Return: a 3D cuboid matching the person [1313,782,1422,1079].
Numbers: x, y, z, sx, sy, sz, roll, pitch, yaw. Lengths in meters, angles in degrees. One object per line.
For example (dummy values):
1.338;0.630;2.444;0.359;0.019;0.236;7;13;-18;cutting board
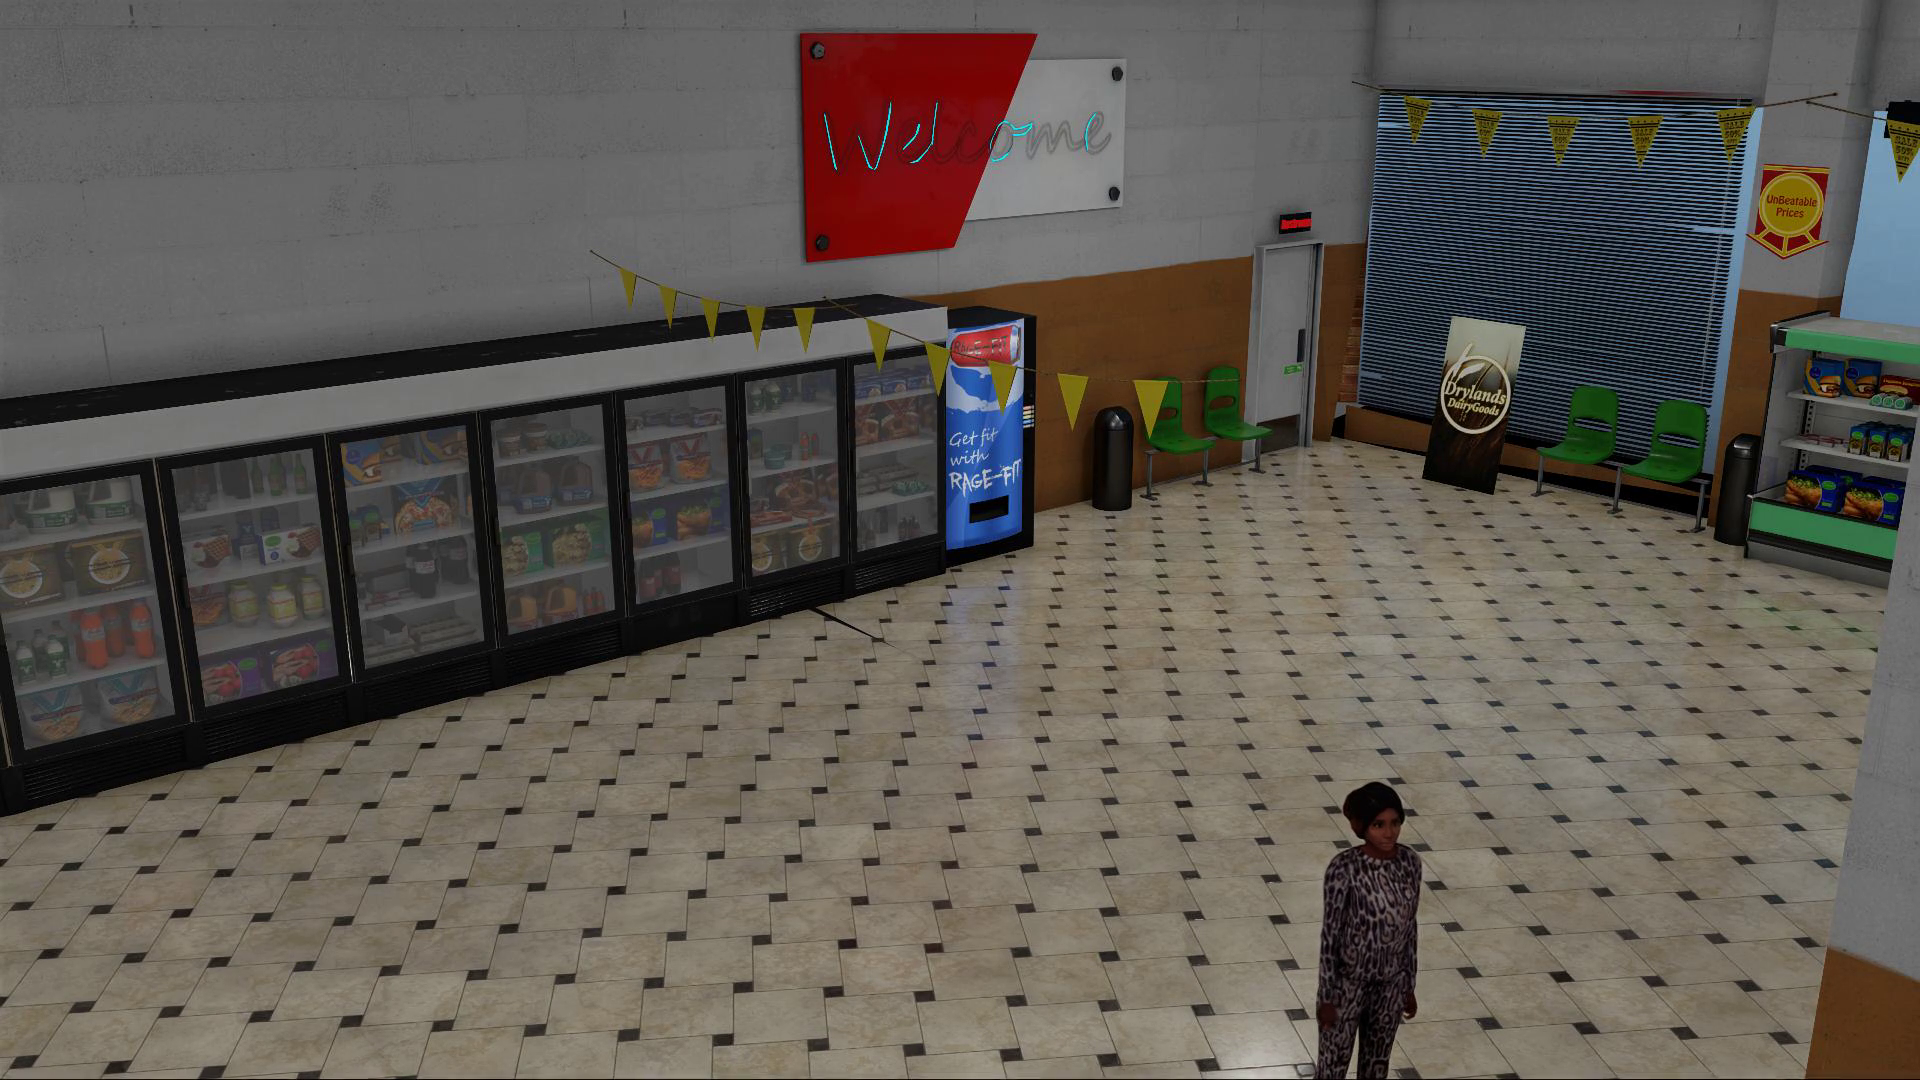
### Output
1.579;1.748;6.508;0.671;1.713;0.697;-4;17;-13;person
